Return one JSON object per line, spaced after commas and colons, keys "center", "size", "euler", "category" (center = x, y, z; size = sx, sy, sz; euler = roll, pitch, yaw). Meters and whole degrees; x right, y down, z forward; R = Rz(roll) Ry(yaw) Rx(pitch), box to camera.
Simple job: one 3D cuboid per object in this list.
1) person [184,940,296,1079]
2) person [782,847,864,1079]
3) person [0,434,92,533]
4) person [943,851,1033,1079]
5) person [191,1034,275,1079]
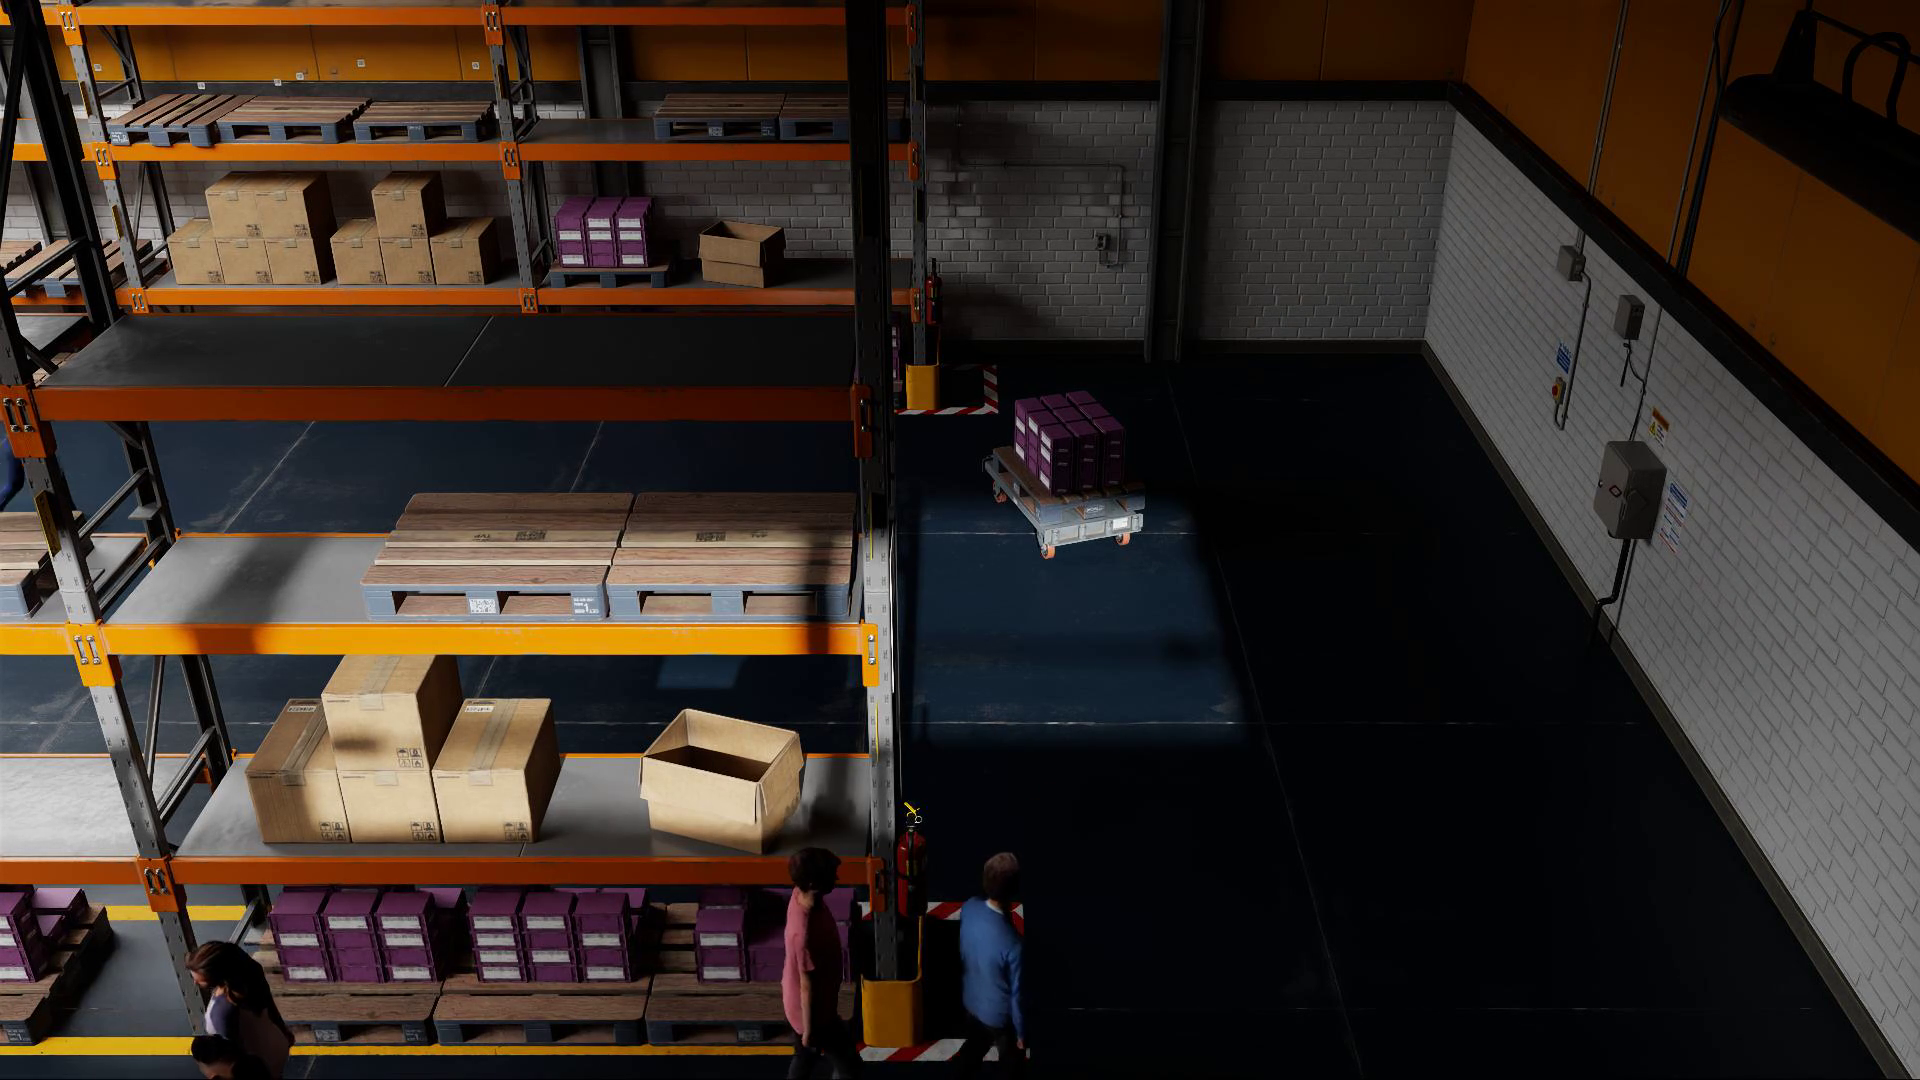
{"center": [-3.435, 2.655, 8.384], "size": [0.965, 1.684, 0.650], "euler": [0, 29, 0], "category": "person"}
{"center": [-0.855, 2.396, 8.589], "size": [0.752, 1.943, 0.690], "euler": [-5, 29, -9], "category": "person"}
{"center": [-8.361, -0.800, 14.703], "size": [1.214, 1.700, 0.705], "euler": [-4, 29, -7], "category": "person"}
{"center": [0.117, 2.433, 8.681], "size": [1.068, 1.790, 0.992], "euler": [-19, 34, -31], "category": "person"}
{"center": [-3.214, 2.960, 7.642], "size": [0.684, 1.859, 0.748], "euler": [2, 29, 3], "category": "person"}
